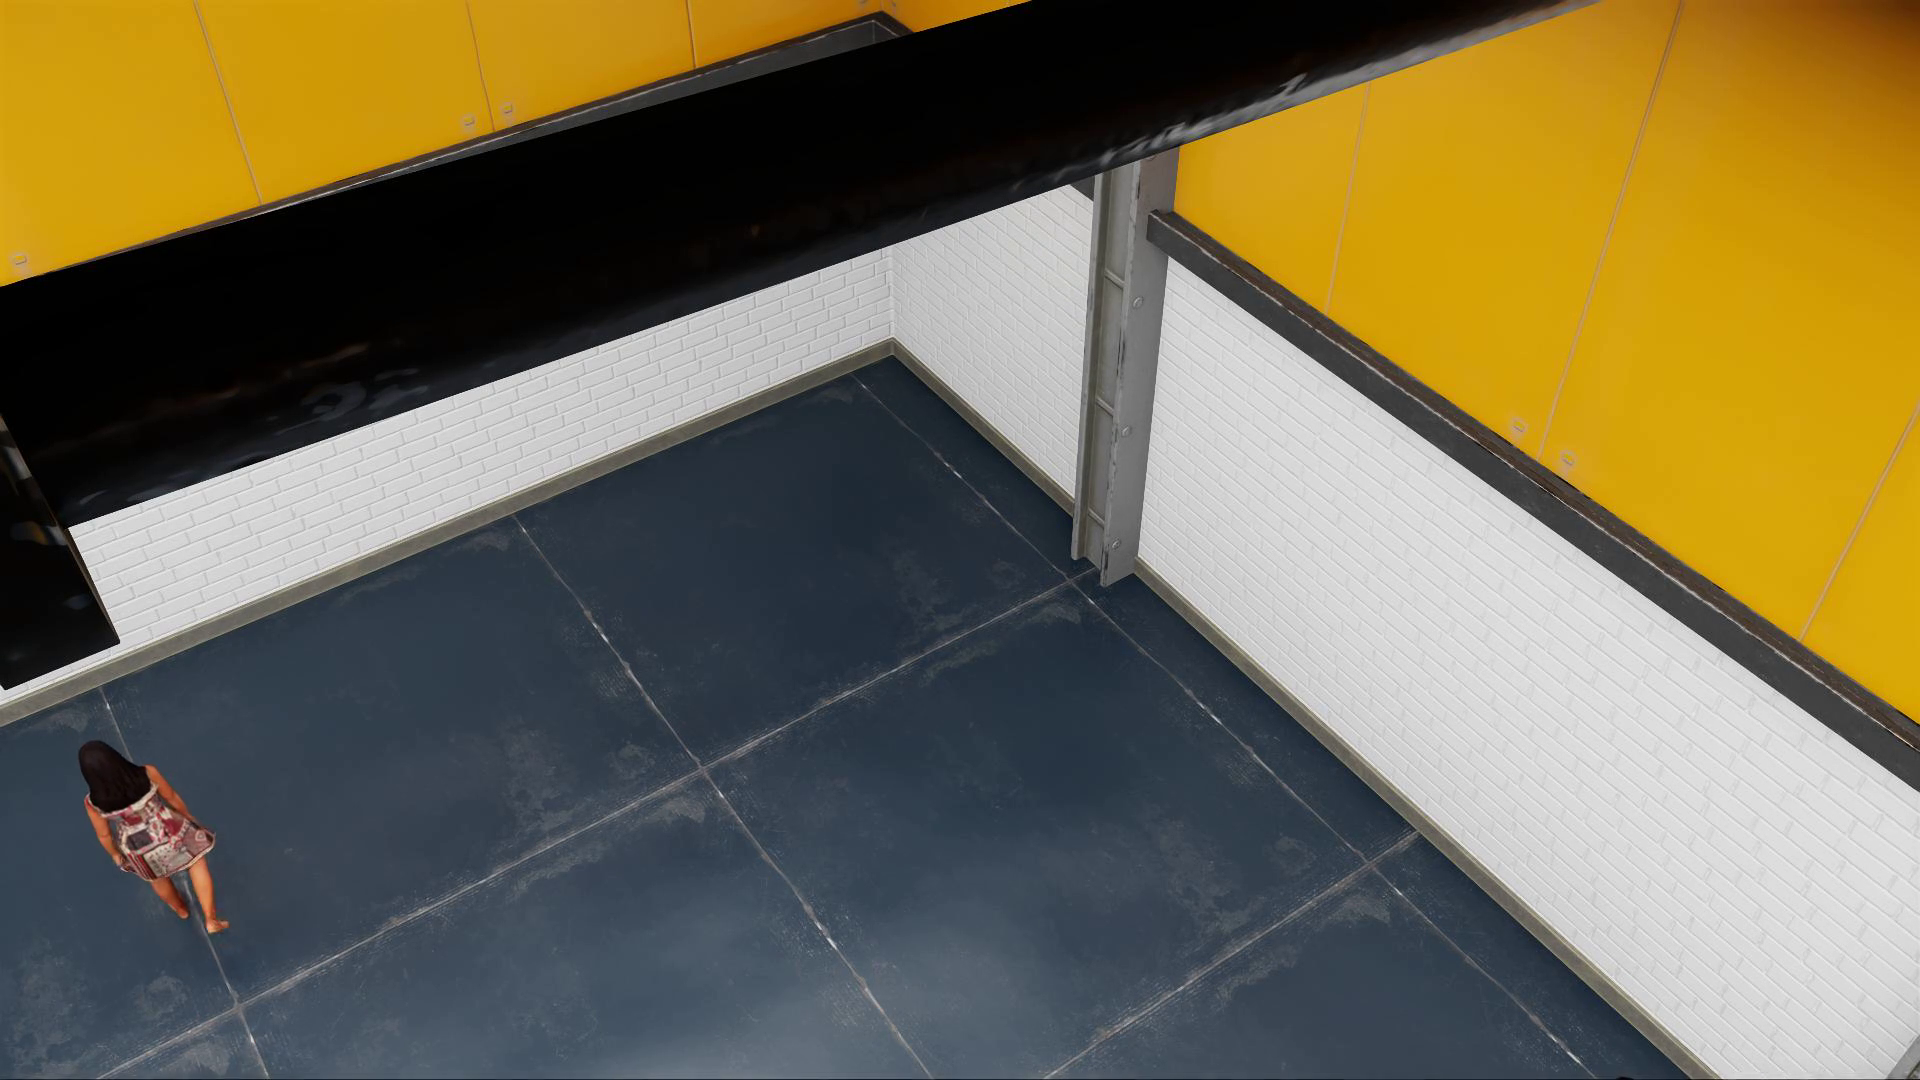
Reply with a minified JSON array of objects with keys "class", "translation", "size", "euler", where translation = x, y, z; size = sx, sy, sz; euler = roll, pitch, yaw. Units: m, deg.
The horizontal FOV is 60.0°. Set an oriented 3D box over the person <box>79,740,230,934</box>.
[{"class":"person","translation":[-4.506,1.699,9.327],"size":[0.674,1.634,0.815],"euler":[-26,49,-25]}]
